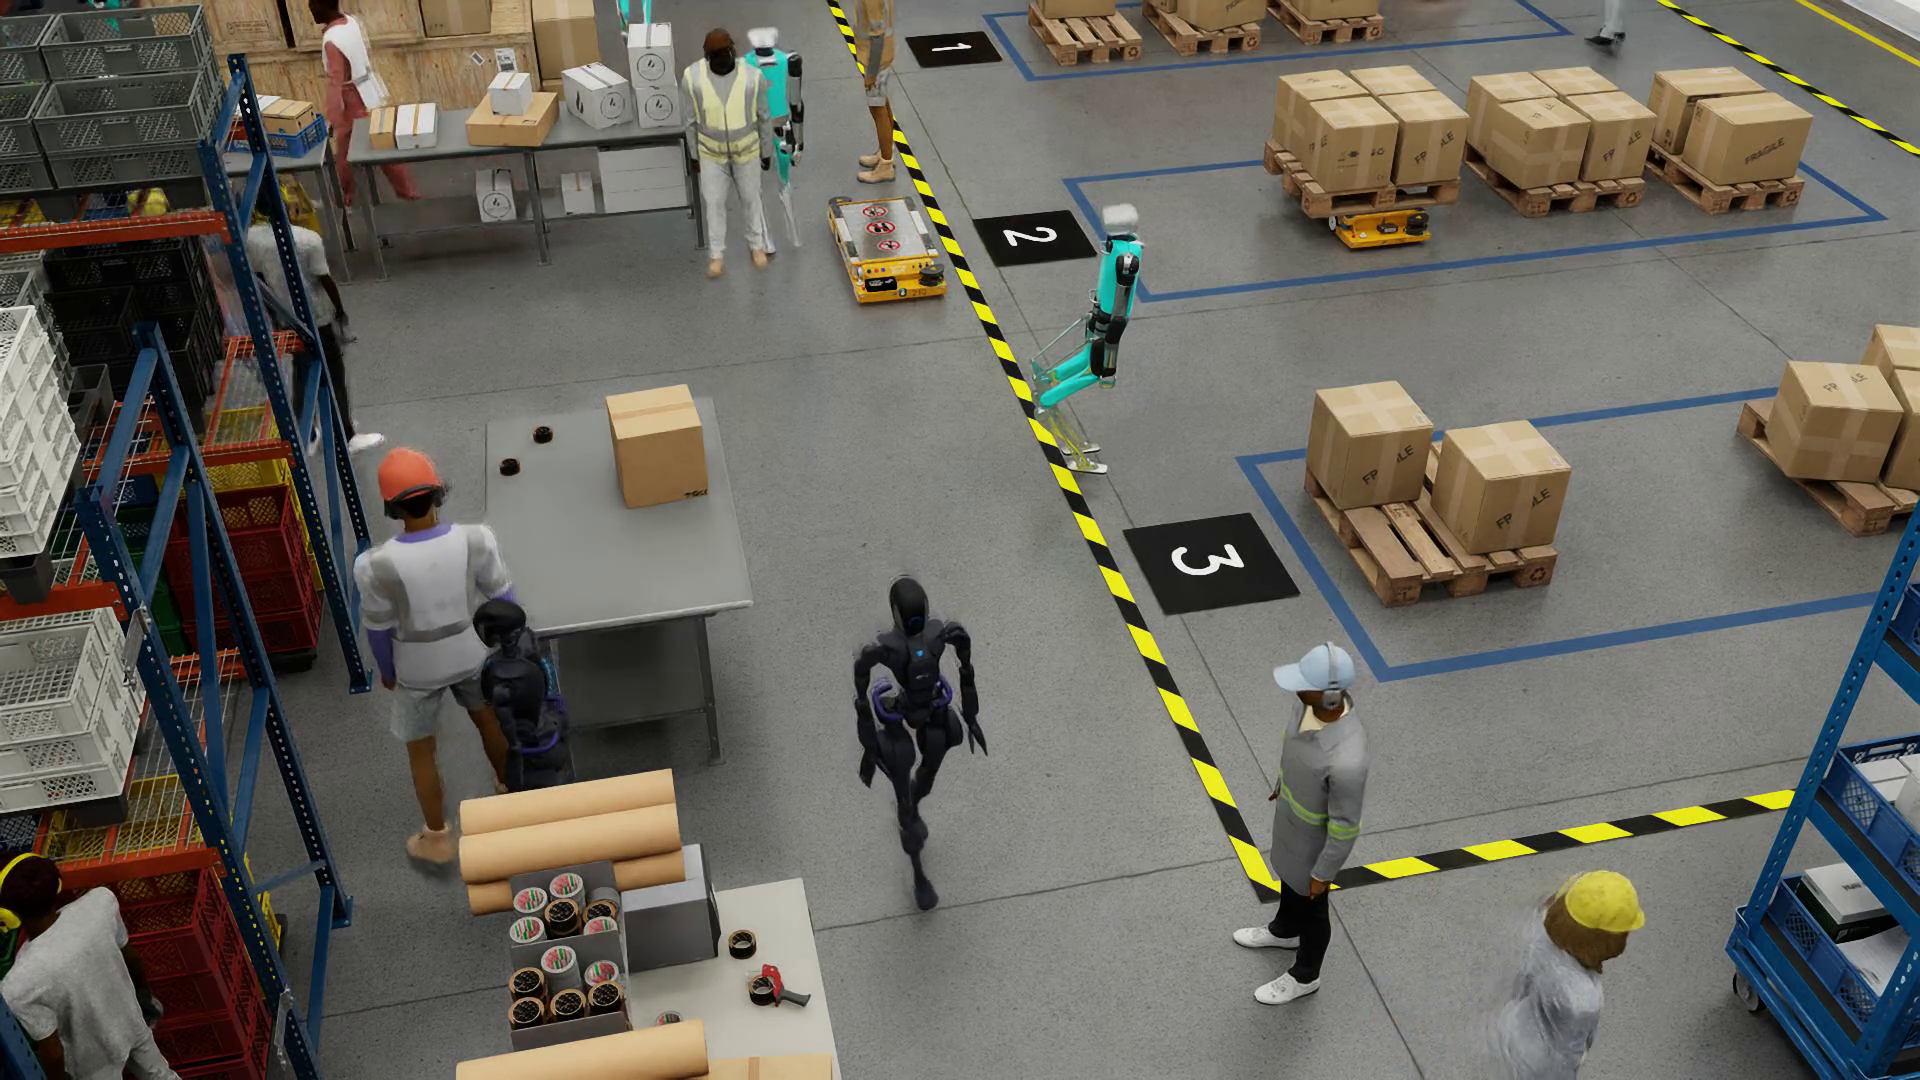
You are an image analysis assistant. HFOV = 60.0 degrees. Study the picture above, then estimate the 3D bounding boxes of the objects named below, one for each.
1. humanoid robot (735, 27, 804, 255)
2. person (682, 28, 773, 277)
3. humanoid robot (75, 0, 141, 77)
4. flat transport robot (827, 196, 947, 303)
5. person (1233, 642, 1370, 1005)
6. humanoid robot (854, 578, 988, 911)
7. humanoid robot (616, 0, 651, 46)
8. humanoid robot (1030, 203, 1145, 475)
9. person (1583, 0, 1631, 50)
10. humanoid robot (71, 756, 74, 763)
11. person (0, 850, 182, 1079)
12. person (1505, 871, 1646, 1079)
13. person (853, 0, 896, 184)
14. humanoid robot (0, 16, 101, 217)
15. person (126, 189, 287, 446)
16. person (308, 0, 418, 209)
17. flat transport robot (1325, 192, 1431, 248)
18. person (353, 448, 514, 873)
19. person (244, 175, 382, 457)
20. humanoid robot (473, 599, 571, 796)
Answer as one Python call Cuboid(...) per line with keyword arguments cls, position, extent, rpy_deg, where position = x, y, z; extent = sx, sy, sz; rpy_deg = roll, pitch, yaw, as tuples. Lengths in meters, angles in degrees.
Cuboid(cls="humanoid robot", position=(-1.435, -2.955, 12.326), extent=(0.537, 1.831, 0.657), rpy_deg=(-9, 38, -12))
Cuboid(cls="person", position=(-1.658, -2.800, 12.017), extent=(0.628, 1.832, 0.456), rpy_deg=(-4, 37, -5))
Cuboid(cls="humanoid robot", position=(-7.732, -5.007, 15.096), extent=(0.538, 1.835, 0.748), rpy_deg=(29, 45, 33))
Cuboid(cls="flat transport robot", position=(-0.570, -2.220, 12.538), extent=(0.659, 0.231, 1.431), rpy_deg=(-8, 37, -10))
Cuboid(cls="person", position=(1.370, 1.140, 6.695), extent=(0.386, 1.850, 0.599), rpy_deg=(-4, 37, -6))
Cuboid(cls="humanoid robot", position=(-0.157, 0.845, 7.270), extent=(0.593, 1.630, 0.759), rpy_deg=(-14, 39, -18))
Cuboid(cls="humanoid robot", position=(-2.953, -4.987, 15.102), extent=(0.554, 1.875, 0.818), rpy_deg=(-4, 37, -6))
Cuboid(cls="humanoid robot", position=(0.677, -1.169, 9.779), extent=(0.735, 1.681, 0.533), rpy_deg=(-1, 37, -1))
Cuboid(cls="person", position=(6.378, -5.622, 15.833), extent=(0.405, 1.797, 0.747), rpy_deg=(18, 40, 23))
Cuboid(cls="humanoid robot", position=(-4.561, 0.541, 7.694), extent=(0.754, 1.900, 0.539), rpy_deg=(-9, 37, -11))
Cuboid(cls="person", position=(-3.023, 1.763, 5.842), extent=(0.329, 1.872, 0.510), rpy_deg=(10, 38, 13))
Cuboid(cls="person", position=(2.041, 1.798, 5.910), extent=(0.491, 1.726, 0.485), rpy_deg=(4, 37, 6))
Cuboid(cls="person", position=(-0.715, -3.844, 13.245), extent=(0.400, 2.028, 0.612), rpy_deg=(1, 37, 2))
Cuboid(cls="humanoid robot", position=(-6.768, -3.073, 12.439), extent=(0.668, 1.784, 0.531), rpy_deg=(-27, 44, -31))
Cuboid(cls="person", position=(-4.707, -1.375, 10.190), extent=(0.896, 1.705, 0.612), rpy_deg=(-19, 41, -23))
Cuboid(cls="person", position=(-4.704, -3.291, 12.625), extent=(0.951, 1.875, 0.606), rpy_deg=(-6, 37, -8))
Cuboid(cls="flat transport robot", position=(3.134, -2.740, 13.213), extent=(0.652, 0.197, 1.431), rpy_deg=(-8, 37, -10))
Cuboid(cls="person", position=(-2.297, 0.550, 7.354), extent=(0.804, 2.013, 0.595), rpy_deg=(-23, 42, -28))
Cuboid(cls="person", position=(-3.943, -1.306, 9.991), extent=(0.587, 1.844, 0.356), rpy_deg=(8, 37, 11))
Cuboid(cls="humanoid robot", position=(-1.871, 0.903, 7.152), extent=(0.373, 1.647, 0.608), rpy_deg=(-1, 37, -1))
